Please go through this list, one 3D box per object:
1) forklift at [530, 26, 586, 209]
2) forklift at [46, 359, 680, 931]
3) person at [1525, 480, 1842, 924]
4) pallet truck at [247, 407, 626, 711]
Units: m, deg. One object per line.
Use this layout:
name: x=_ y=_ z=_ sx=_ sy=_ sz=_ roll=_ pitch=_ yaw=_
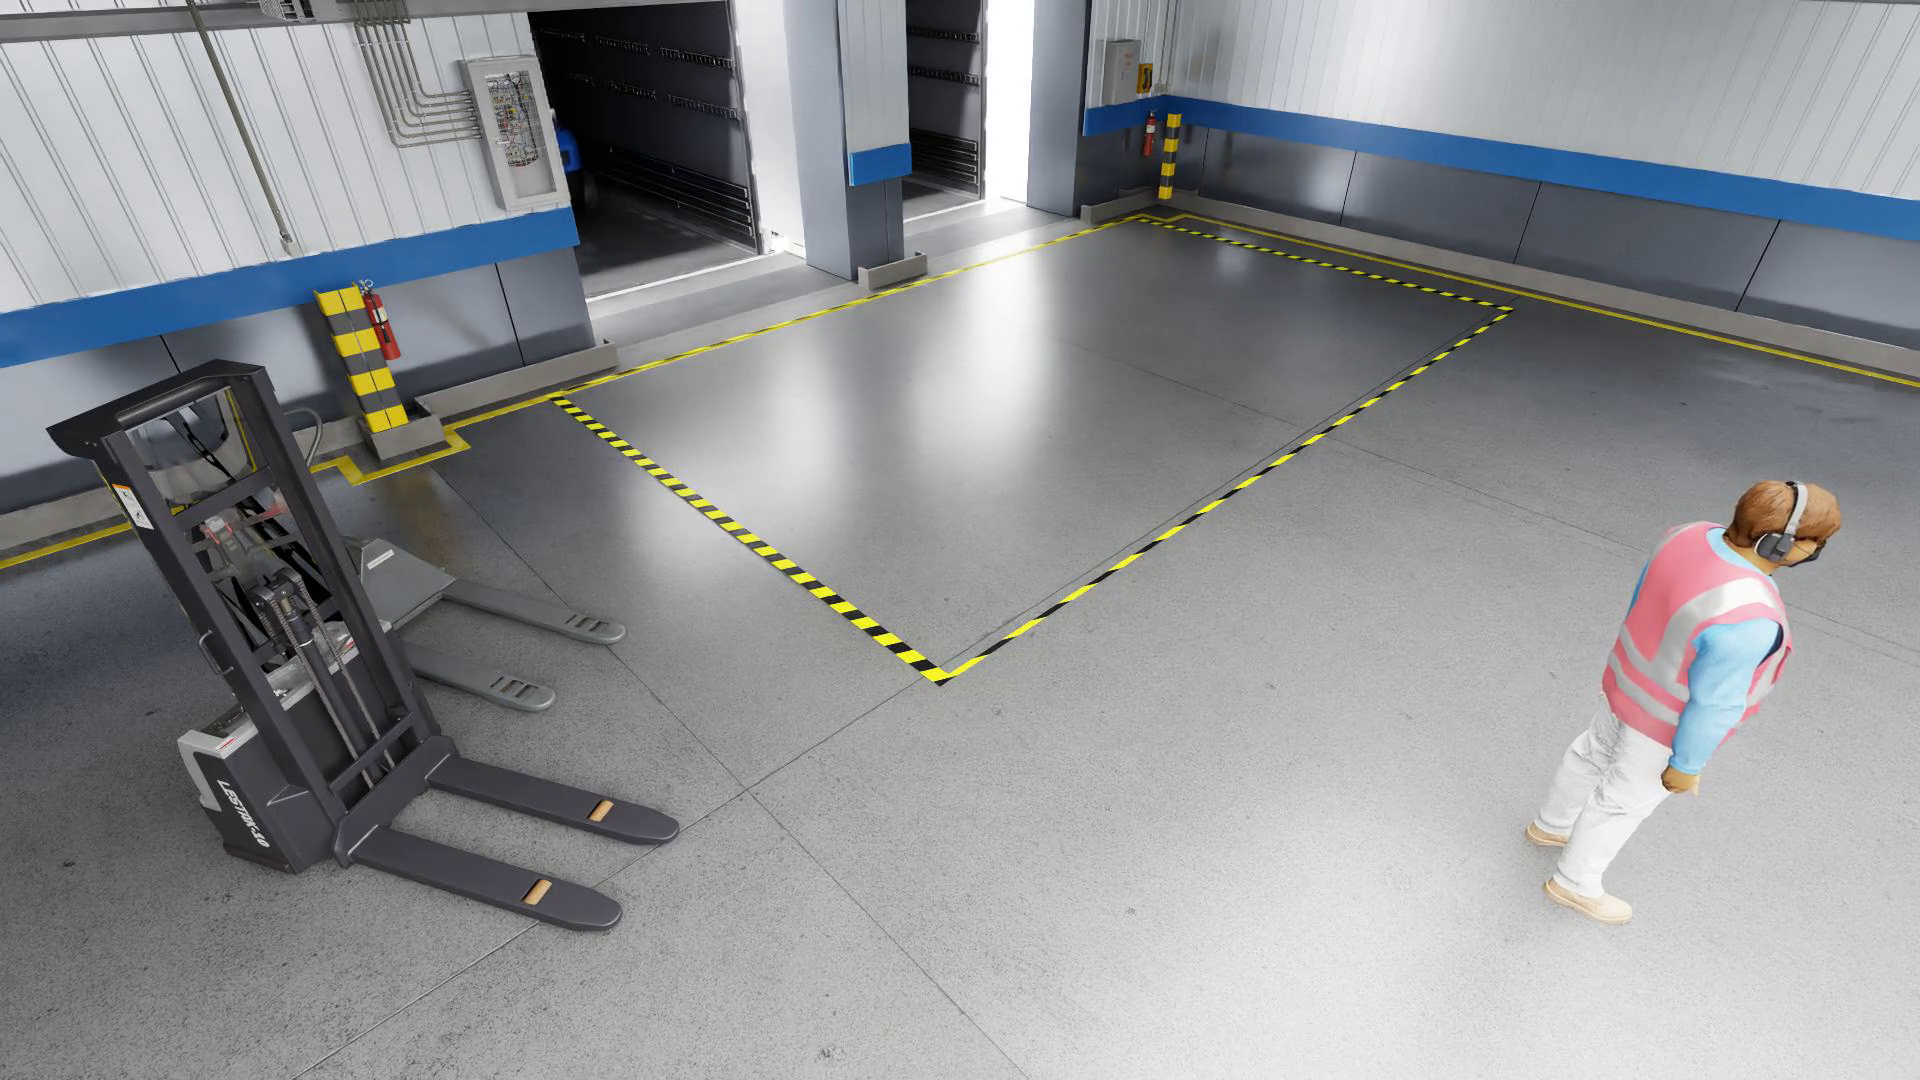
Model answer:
forklift: x=-5.905 y=-5.450 z=11.669 sx=1.157 sy=2.036 sz=2.680 roll=-26 pitch=42 yaw=-33
forklift: x=-2.135 y=0.422 z=3.354 sx=1.885 sy=1.965 sz=0.823 roll=10 pitch=35 yaw=14
person: x=2.497 y=0.594 z=3.238 sx=0.429 sy=1.841 sz=0.635 roll=9 pitch=35 yaw=13
pallet truck: x=-2.628 y=0.038 z=4.590 sx=1.601 sy=1.201 sz=0.680 roll=12 pitch=36 yaw=18
